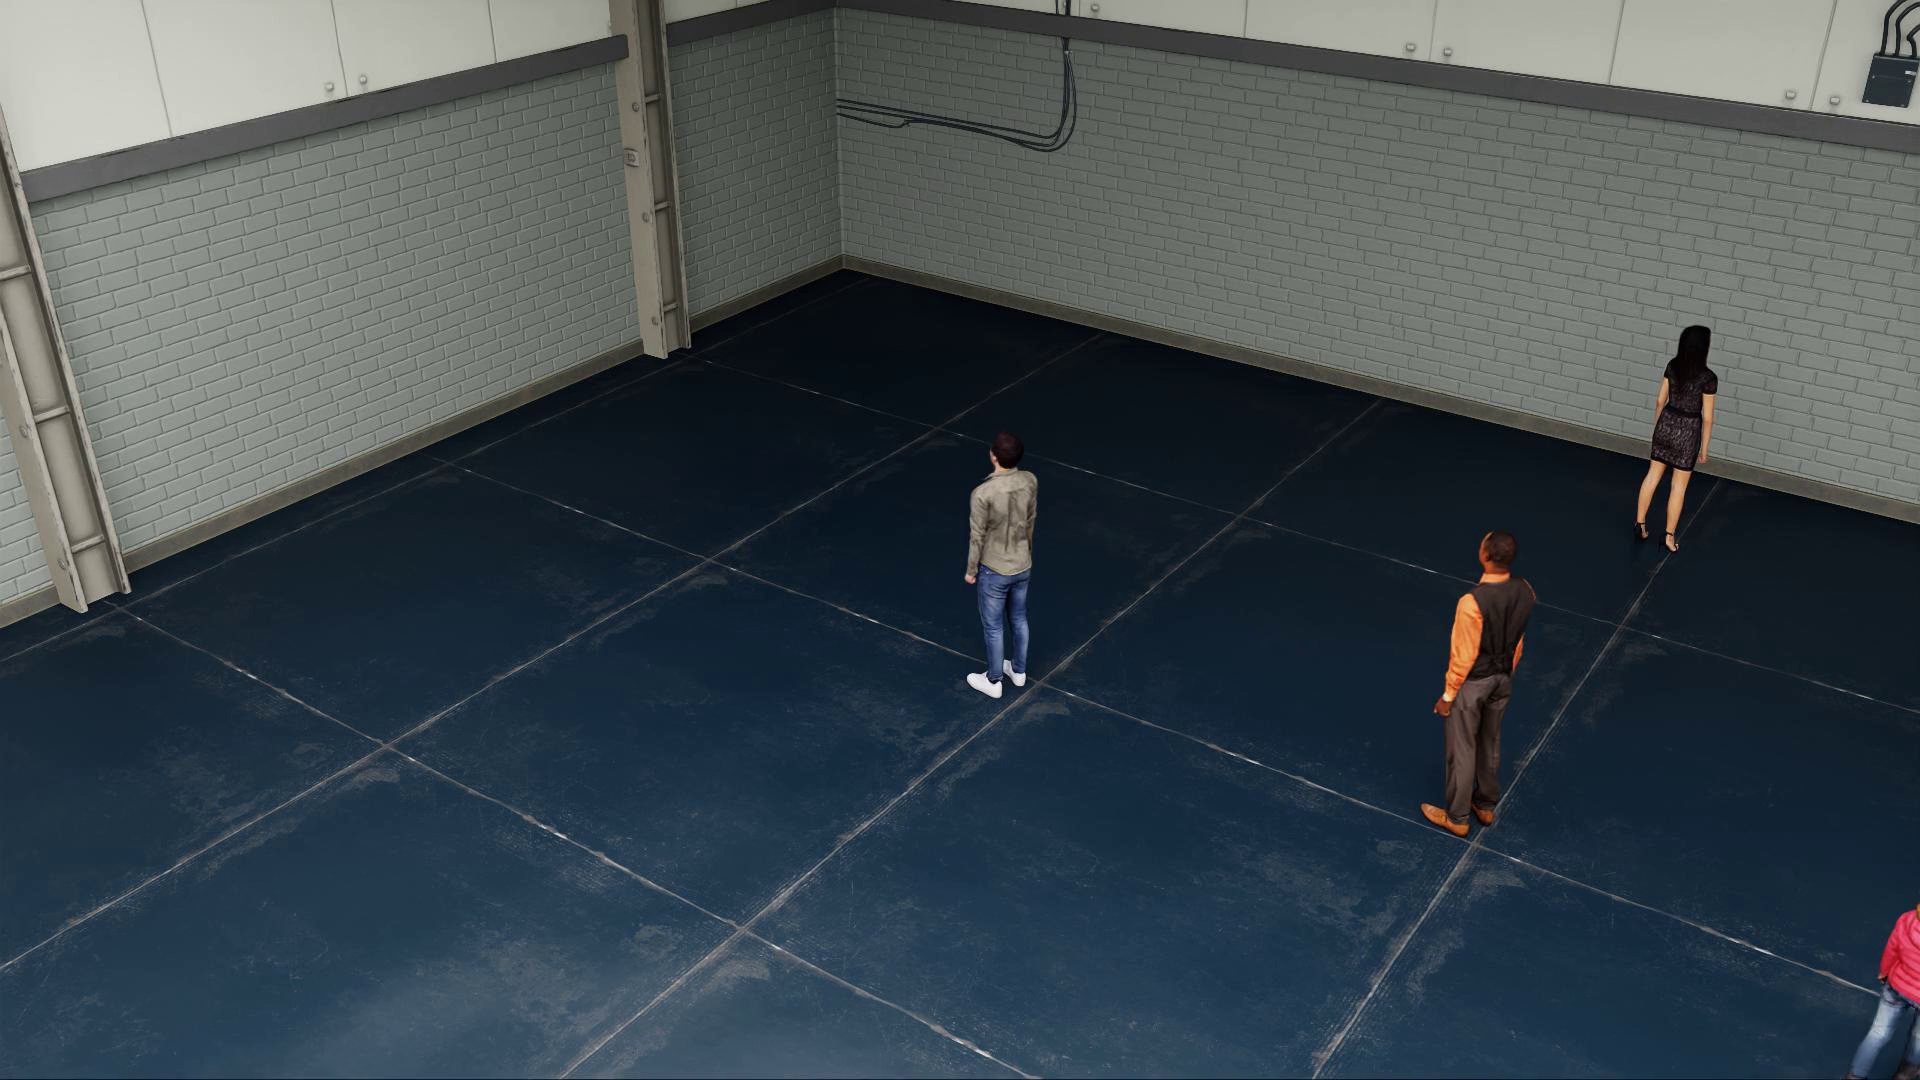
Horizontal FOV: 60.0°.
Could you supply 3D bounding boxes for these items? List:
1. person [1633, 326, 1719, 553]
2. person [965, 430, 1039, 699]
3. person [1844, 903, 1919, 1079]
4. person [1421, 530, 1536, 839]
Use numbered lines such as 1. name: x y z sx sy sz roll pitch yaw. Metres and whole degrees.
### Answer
1. person: 5.393 -0.762 12.526 0.608 1.791 0.661 -19 33 -31
2. person: 0.288 0.160 10.715 0.644 1.867 0.828 -20 34 -33
3. person: 4.348 2.120 7.649 0.959 1.289 0.702 -19 33 -32
4. person: 2.956 0.817 9.439 0.728 1.906 0.855 -14 31 -24
